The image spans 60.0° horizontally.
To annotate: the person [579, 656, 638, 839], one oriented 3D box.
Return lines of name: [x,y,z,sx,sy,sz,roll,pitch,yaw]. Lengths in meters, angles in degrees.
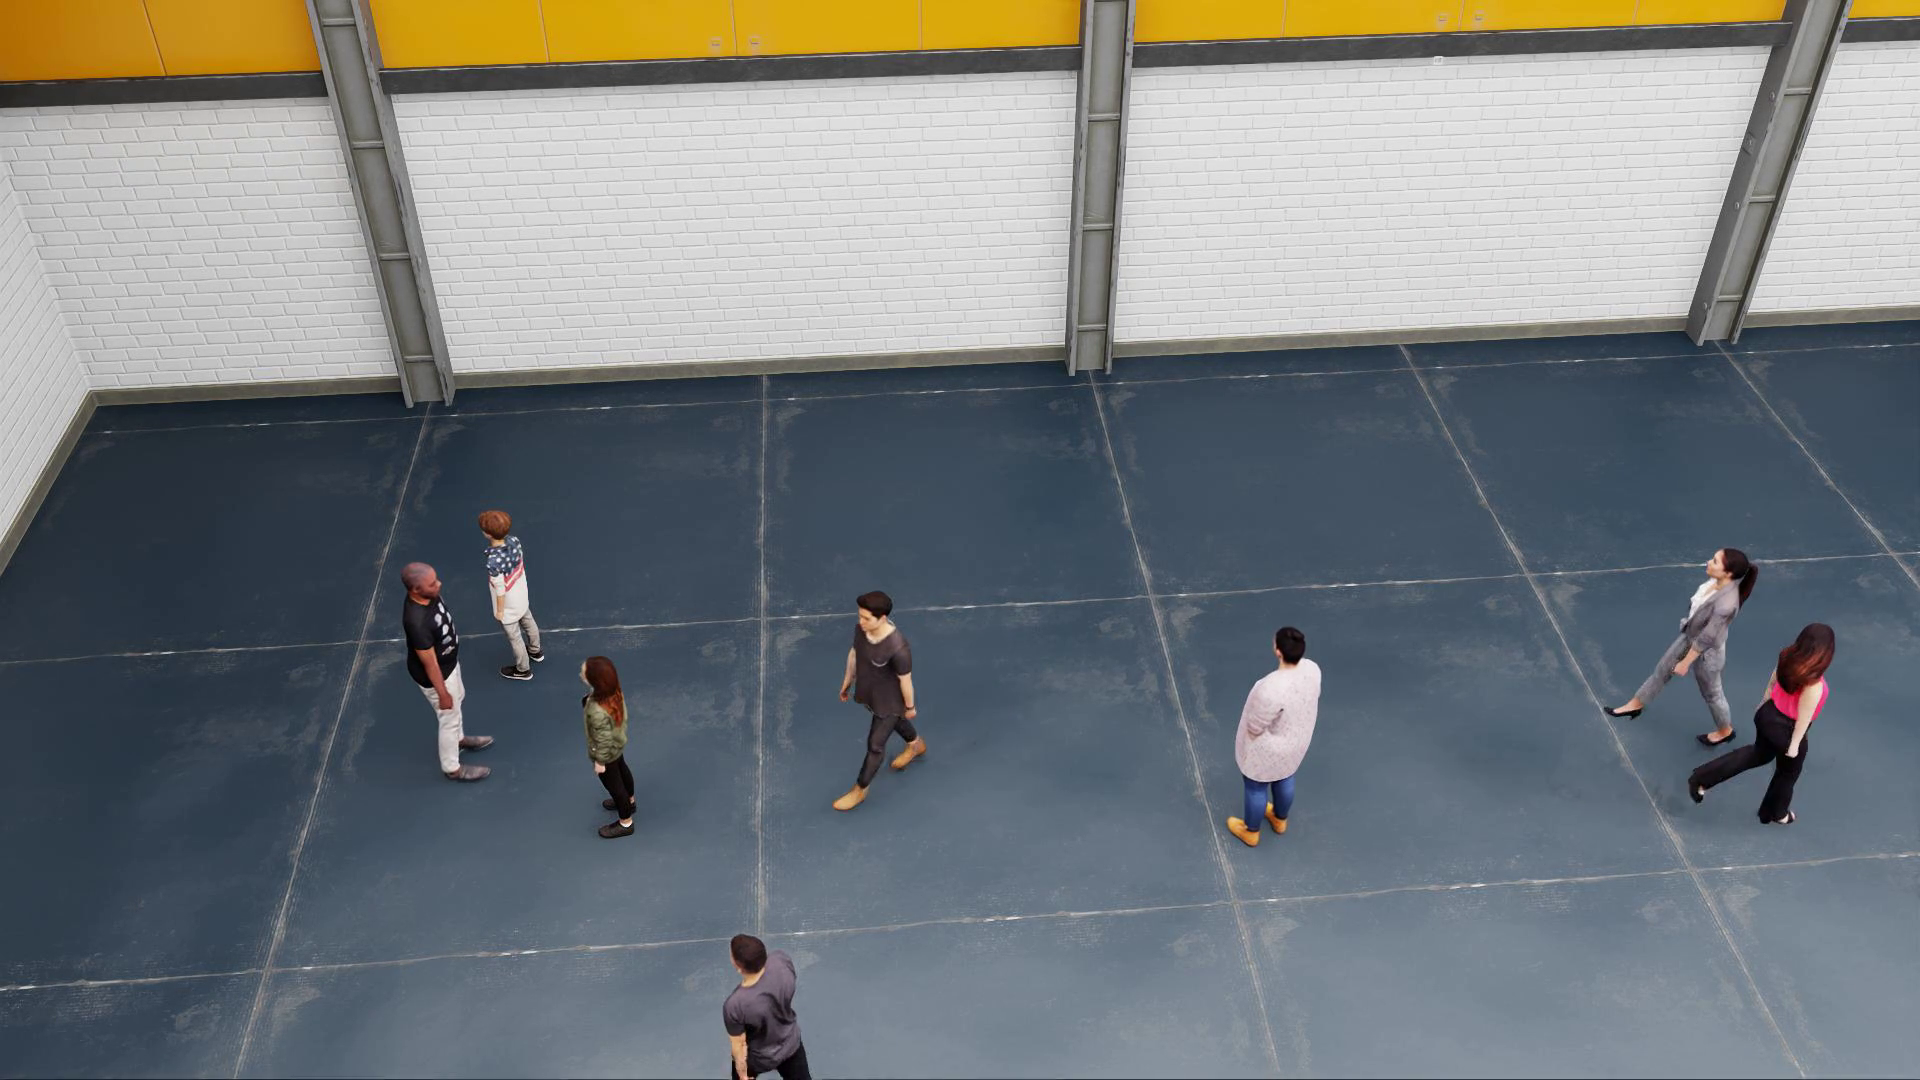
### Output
person: [-2.248,1.299,10.629,0.511,1.476,0.579,-2,39,-2]

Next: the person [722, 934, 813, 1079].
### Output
person: [-0.937,2.683,8.689,1.155,1.734,1.133,31,48,33]

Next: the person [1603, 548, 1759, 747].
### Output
person: [5.069,0.776,11.162,1.184,1.628,0.926,13,40,16]

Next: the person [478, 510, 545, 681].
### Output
person: [-3.198,0.372,11.820,0.579,1.439,0.577,10,40,12]

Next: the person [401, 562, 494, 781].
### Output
person: [-3.443,0.849,10.934,0.616,1.798,0.680,-7,39,-9]

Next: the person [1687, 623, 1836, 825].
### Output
person: [5.169,1.205,10.620,0.957,1.634,0.623,0,39,0]

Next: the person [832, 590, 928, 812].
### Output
person: [-0.454,0.960,10.896,1.165,1.673,0.994,-26,46,-29]

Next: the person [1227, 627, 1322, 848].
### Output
person: [2.006,1.238,10.491,0.743,1.744,0.851,-23,44,-26]
